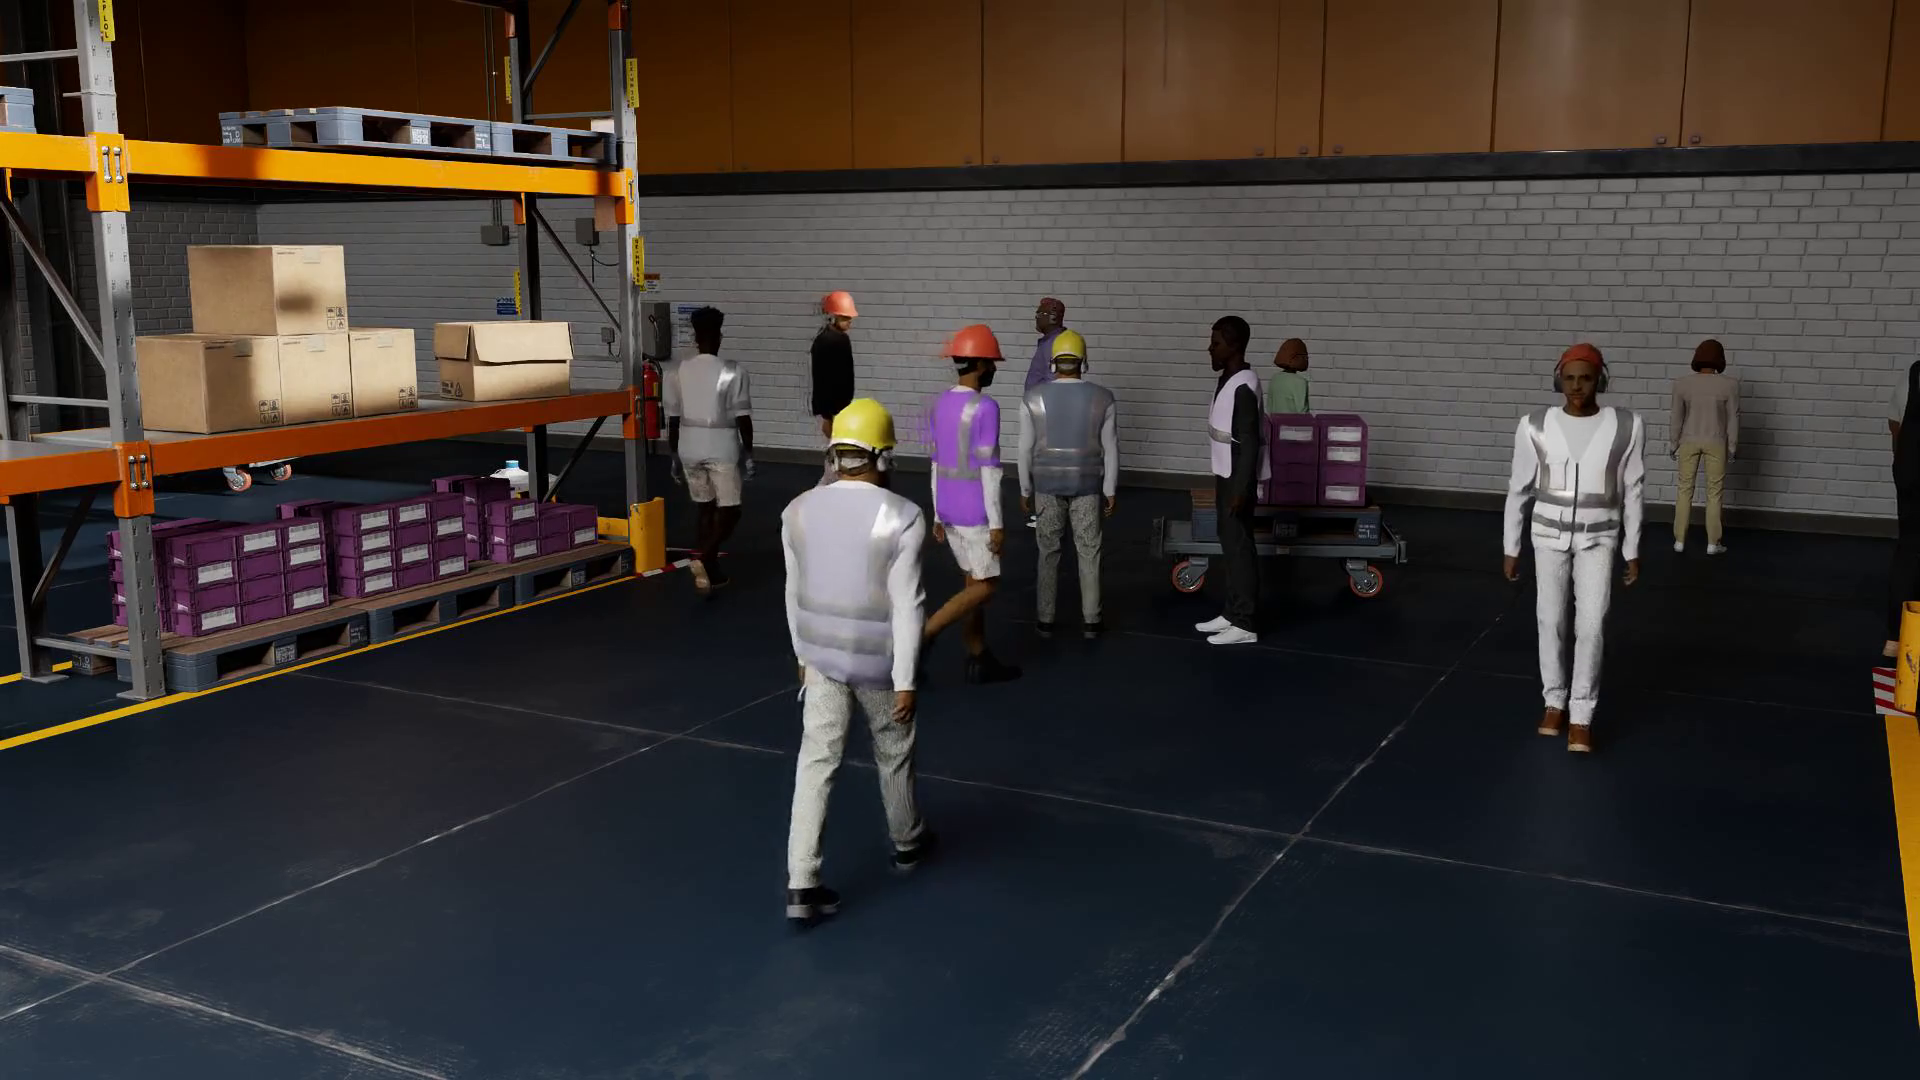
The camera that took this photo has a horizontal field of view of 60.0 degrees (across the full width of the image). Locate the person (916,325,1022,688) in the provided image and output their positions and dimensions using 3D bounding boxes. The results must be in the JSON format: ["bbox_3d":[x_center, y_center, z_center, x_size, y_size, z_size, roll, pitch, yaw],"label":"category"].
[{"bbox_3d":[-0.006,-0.154,8.623,0.725,1.920,0.555,-5,11,-27],"label":"person"}]

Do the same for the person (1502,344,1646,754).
[{"bbox_3d":[2.797,0.046,7.635,0.598,1.854,0.785,5,11,25],"label":"person"}]

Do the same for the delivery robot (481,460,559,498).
[{"bbox_3d":[-3.714,-0.419,13.824,0.707,0.478,0.477,-6,11,-30],"label":"delivery robot"}]

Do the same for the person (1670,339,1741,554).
[{"bbox_3d":[5.651,-0.706,12.642,0.498,1.633,0.286,7,12,34],"label":"person"}]

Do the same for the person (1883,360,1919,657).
[{"bbox_3d":[5.463,-0.309,9.165,0.536,2.000,0.684,-1,10,-5],"label":"person"}]

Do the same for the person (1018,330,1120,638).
[{"bbox_3d":[0.643,-0.325,9.870,0.600,1.827,0.404,1,10,4],"label":"person"}]

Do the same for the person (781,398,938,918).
[{"bbox_3d":[-0.372,0.399,5.837,0.601,1.784,0.946,4,11,24],"label":"person"}]

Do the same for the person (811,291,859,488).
[{"bbox_3d":[-1.027,-1.083,13.849,0.476,1.967,0.639,3,10,18],"label":"person"}]

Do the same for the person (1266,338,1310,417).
[{"bbox_3d":[2.524,-0.728,12.765,0.284,1.634,0.498,-4,10,-21],"label":"person"}]

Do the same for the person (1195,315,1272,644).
[{"bbox_3d":[1.620,-0.349,9.751,0.389,1.918,0.590,0,10,0],"label":"person"}]

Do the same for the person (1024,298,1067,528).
[{"bbox_3d":[0.740,-1.056,13.862,0.410,1.913,0.651,2,10,9],"label":"person"}]

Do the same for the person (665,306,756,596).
[{"bbox_3d":[-1.679,-0.575,11.027,0.609,1.938,0.725,3,10,18],"label":"person"}]
